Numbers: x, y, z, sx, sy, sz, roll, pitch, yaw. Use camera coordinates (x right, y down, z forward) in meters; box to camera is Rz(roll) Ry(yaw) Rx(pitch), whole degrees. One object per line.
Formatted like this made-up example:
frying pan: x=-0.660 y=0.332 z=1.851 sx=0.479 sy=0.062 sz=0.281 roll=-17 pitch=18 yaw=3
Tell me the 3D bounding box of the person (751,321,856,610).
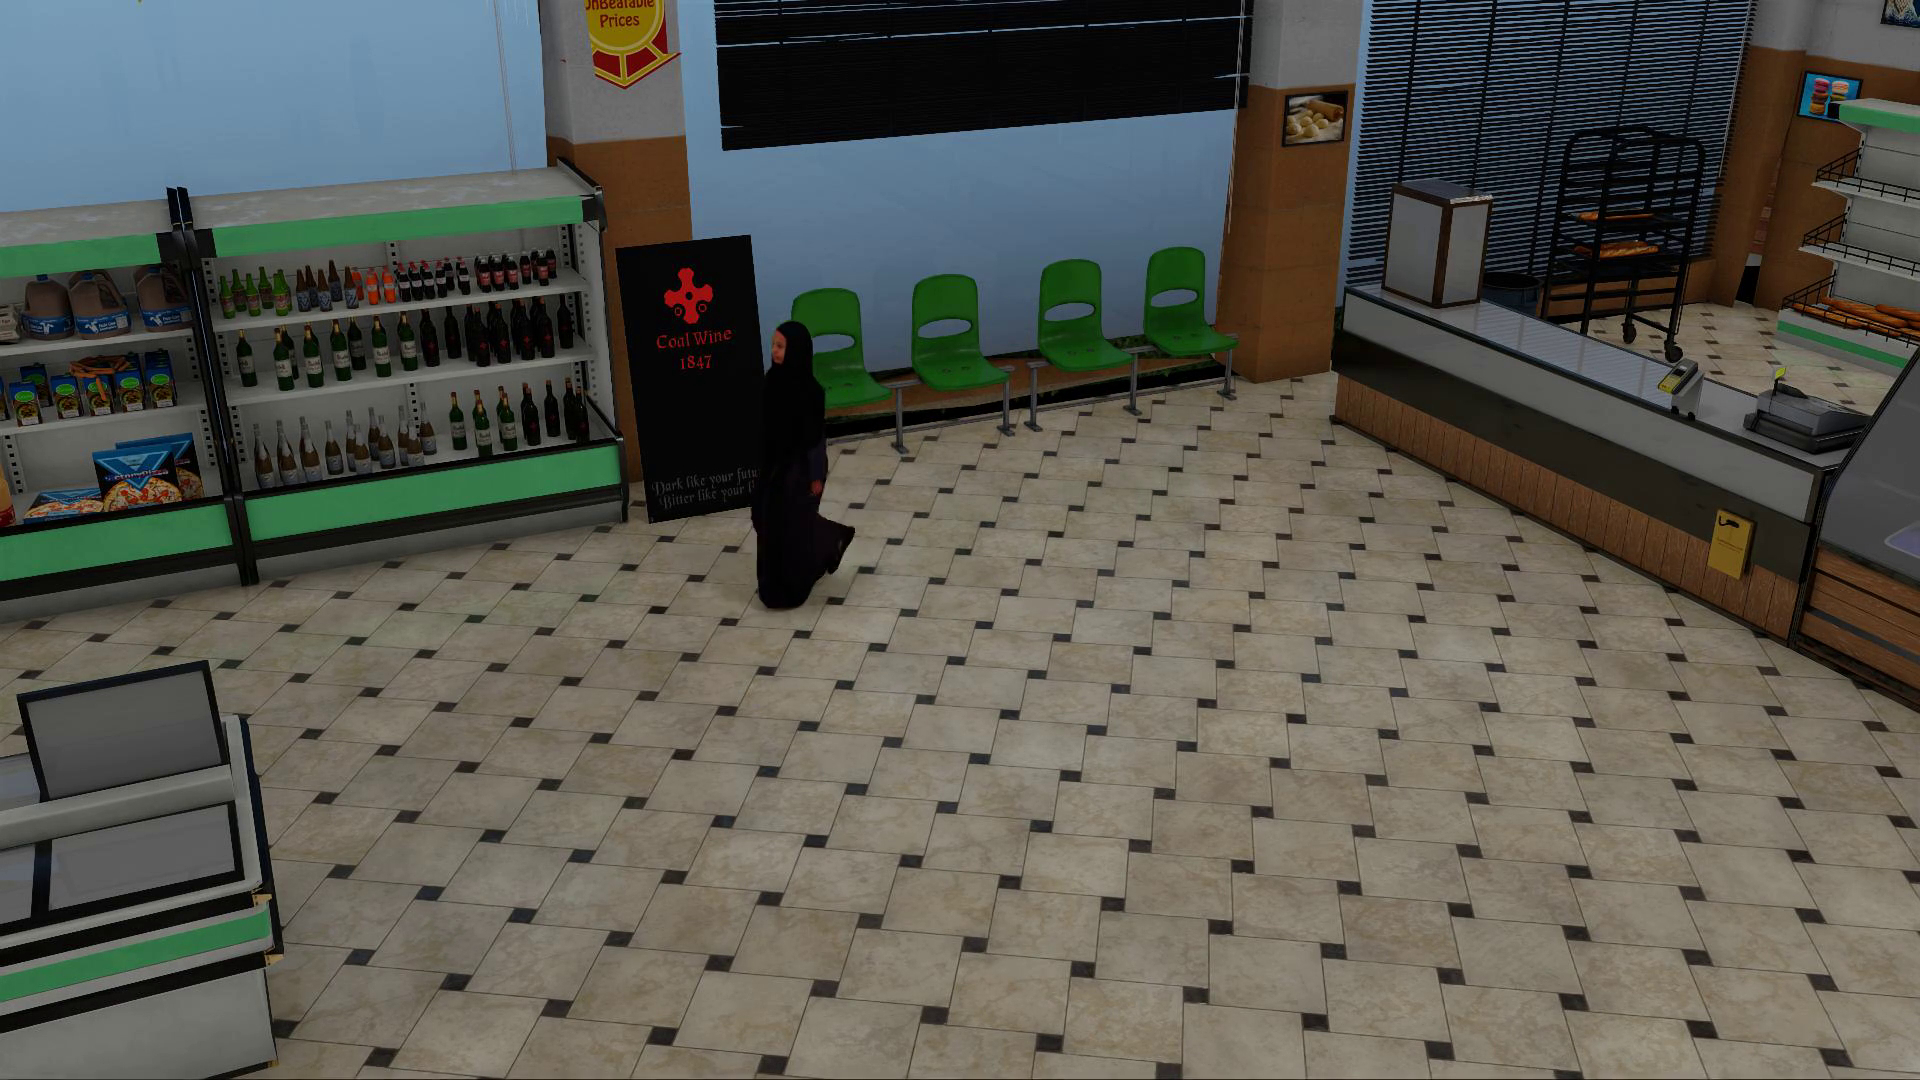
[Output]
person: x=-0.849 y=-0.426 z=9.104 sx=0.923 sy=1.599 sz=0.689 roll=-16 pitch=28 yaw=-32
